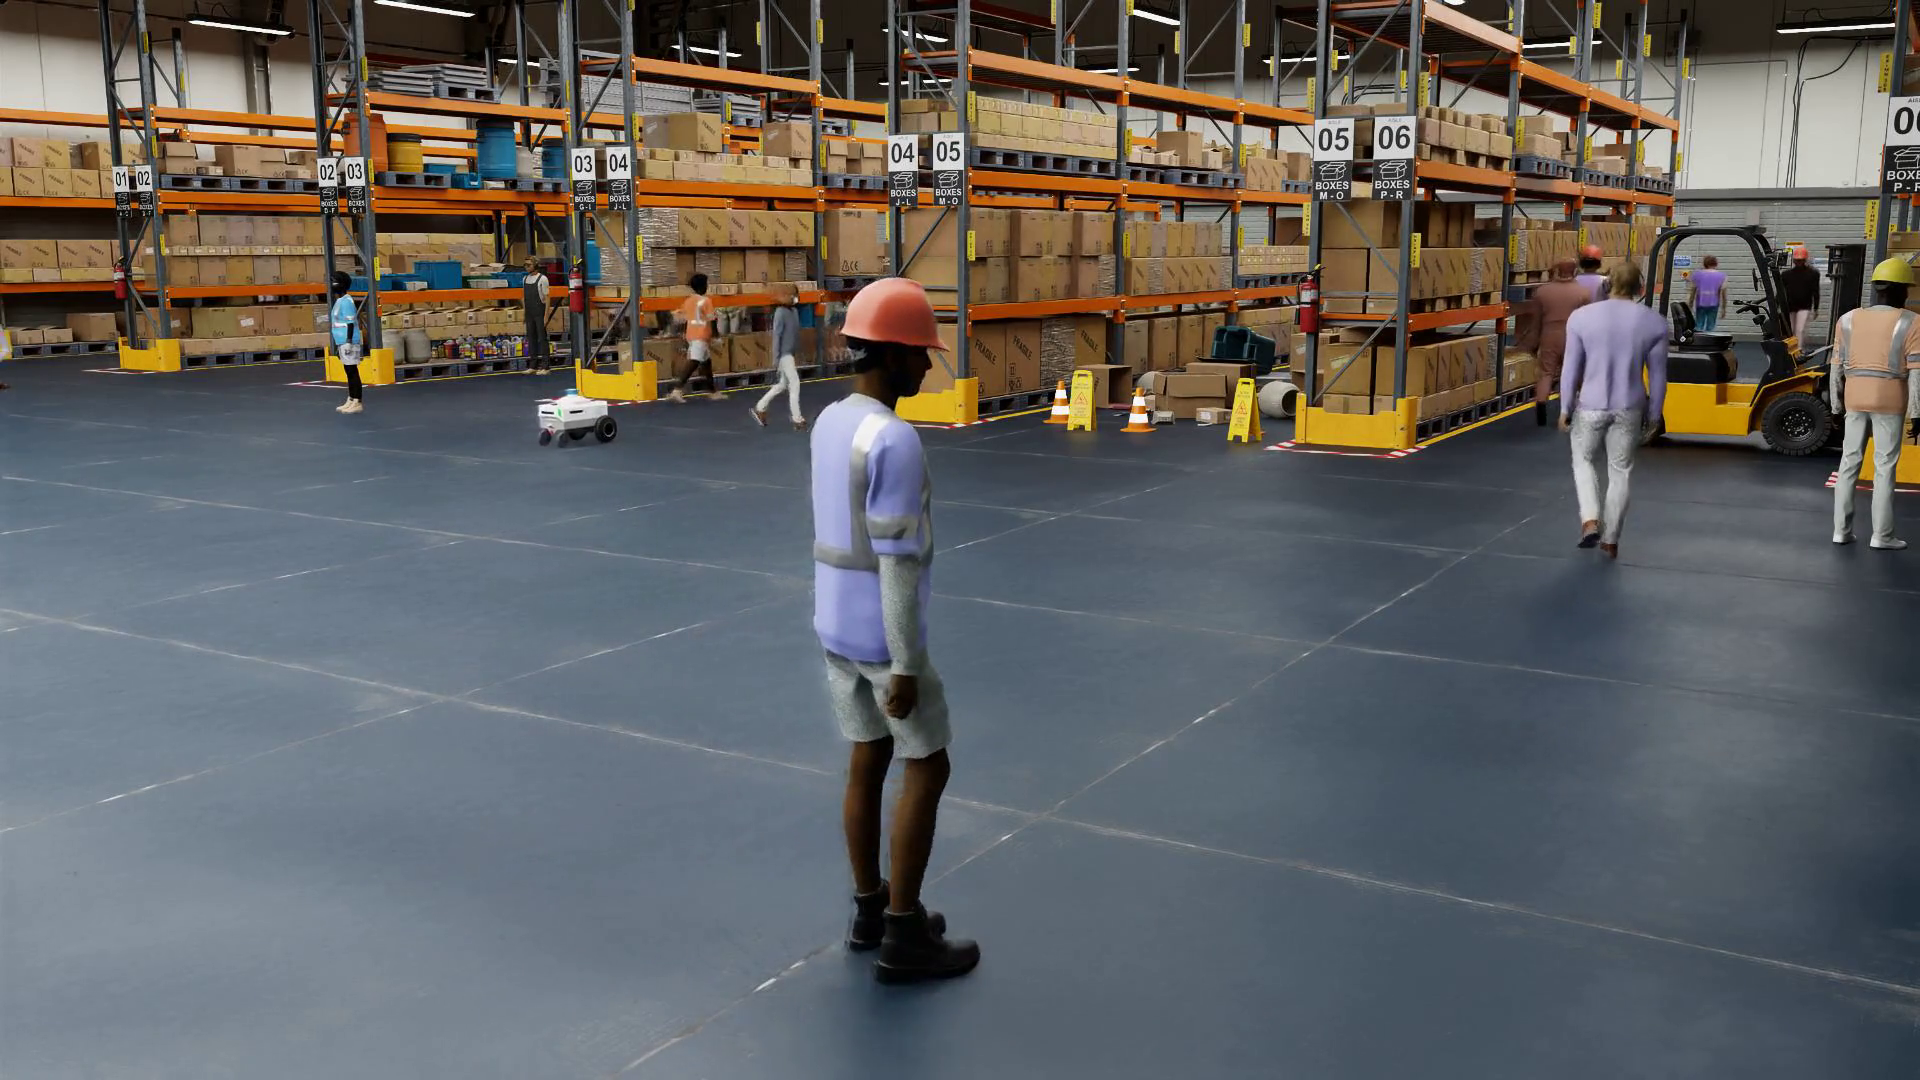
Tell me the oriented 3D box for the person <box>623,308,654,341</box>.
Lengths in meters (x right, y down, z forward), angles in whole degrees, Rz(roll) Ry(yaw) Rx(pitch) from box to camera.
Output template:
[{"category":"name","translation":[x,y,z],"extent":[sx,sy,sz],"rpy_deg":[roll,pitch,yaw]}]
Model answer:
[{"category":"person","translation":[-6.067,-4.374,31.394],"extent":[0.565,1.603,0.689],"rpy_deg":[5,11,28]}]

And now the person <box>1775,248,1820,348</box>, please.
[{"category":"person","translation":[13.702,-3.805,27.286],"extent":[0.652,1.935,1.039],"rpy_deg":[8,13,36]}]

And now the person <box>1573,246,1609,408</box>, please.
[{"category":"person","translation":[7.710,-2.602,20.450],"extent":[0.621,1.991,1.074],"rpy_deg":[6,12,32]}]

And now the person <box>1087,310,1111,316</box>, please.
[{"category":"person","translation":[2.518,-4.197,29.525],"extent":[0.513,1.918,0.643],"rpy_deg":[-9,14,-41]}]

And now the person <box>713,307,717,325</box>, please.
[{"category":"person","translation":[-4.098,-3.909,28.495],"extent":[0.526,1.723,0.913],"rpy_deg":[5,11,24]}]

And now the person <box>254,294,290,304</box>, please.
[{"category":"person","translation":[-12.638,-4.379,30.635],"extent":[0.610,1.884,0.671],"rpy_deg":[0,10,-3]}]

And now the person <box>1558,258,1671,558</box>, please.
[{"category":"person","translation":[4.206,-0.843,10.734],"extent":[0.657,1.922,0.438],"rpy_deg":[3,10,15]}]

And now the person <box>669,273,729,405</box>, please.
[{"category":"person","translation":[-3.335,-2.538,20.983],"extent":[0.888,1.657,0.532],"rpy_deg":[-7,13,-36]}]

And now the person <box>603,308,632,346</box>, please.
[{"category":"person","translation":[-6.613,-4.615,31.956],"extent":[0.780,1.897,0.538],"rpy_deg":[-7,12,-36]}]

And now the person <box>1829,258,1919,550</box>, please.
[{"category":"person","translation":[6.088,-0.897,11.040],"extent":[0.375,1.922,0.594],"rpy_deg":[-7,13,-36]}]

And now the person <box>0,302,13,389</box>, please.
[{"category":"person","translation":[-13.389,-2.991,22.962],"extent":[0.532,1.854,0.430],"rpy_deg":[7,12,33]}]

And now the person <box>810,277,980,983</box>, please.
[{"category":"person","translation":[-0.197,0.248,4.624],"extent":[0.408,1.932,0.554],"rpy_deg":[-6,12,-29]}]

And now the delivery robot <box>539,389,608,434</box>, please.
[{"category":"delivery robot","translation":[-3.899,-1.284,16.781],"extent":[0.477,0.478,0.707],"rpy_deg":[7,12,33]}]

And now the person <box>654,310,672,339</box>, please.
[{"category":"person","translation":[-6.284,-5.160,34.621],"extent":[0.651,2.028,0.417],"rpy_deg":[7,12,33]}]

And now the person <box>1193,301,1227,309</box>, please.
[{"category":"person","translation":[4.736,-4.522,31.373],"extent":[0.616,1.920,0.994],"rpy_deg":[7,12,34]}]

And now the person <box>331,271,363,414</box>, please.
[{"category":"person","translation":[-7.314,-2.353,19.830],"extent":[0.322,1.697,0.532],"rpy_deg":[-5,11,-27]}]

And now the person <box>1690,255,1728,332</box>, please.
[{"category":"person","translation":[13.130,-4.086,29.181],"extent":[0.618,1.818,0.456],"rpy_deg":[5,11,27]}]

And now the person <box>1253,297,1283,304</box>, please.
[{"category":"person","translation":[6.209,-4.966,33.507],"extent":[1.022,2.000,0.680],"rpy_deg":[-10,14,-43]}]

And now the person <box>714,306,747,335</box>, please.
[{"category":"person","translation":[-3.693,-3.639,26.710],"extent":[0.599,1.818,0.418],"rpy_deg":[2,10,12]}]

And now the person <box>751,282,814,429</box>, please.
[{"category":"person","translation":[-1.957,-2.014,18.193],"extent":[0.746,1.605,0.502],"rpy_deg":[3,10,14]}]

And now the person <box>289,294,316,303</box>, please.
[{"category":"person","translation":[-12.083,-4.330,30.519],"extent":[0.587,1.835,0.404],"rpy_deg":[6,12,29]}]

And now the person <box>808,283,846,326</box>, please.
[{"category":"person","translation":[-2.513,-4.558,31.571],"extent":[0.640,1.908,0.764],"rpy_deg":[5,11,27]}]

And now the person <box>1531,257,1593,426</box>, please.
[{"category":"person","translation":[6.642,-2.191,18.415],"extent":[0.654,1.877,0.848],"rpy_deg":[6,12,31]}]

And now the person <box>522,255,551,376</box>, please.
[{"category":"person","translation":[-6.503,-3.436,25.482],"extent":[0.517,1.843,0.326],"rpy_deg":[6,12,30]}]
